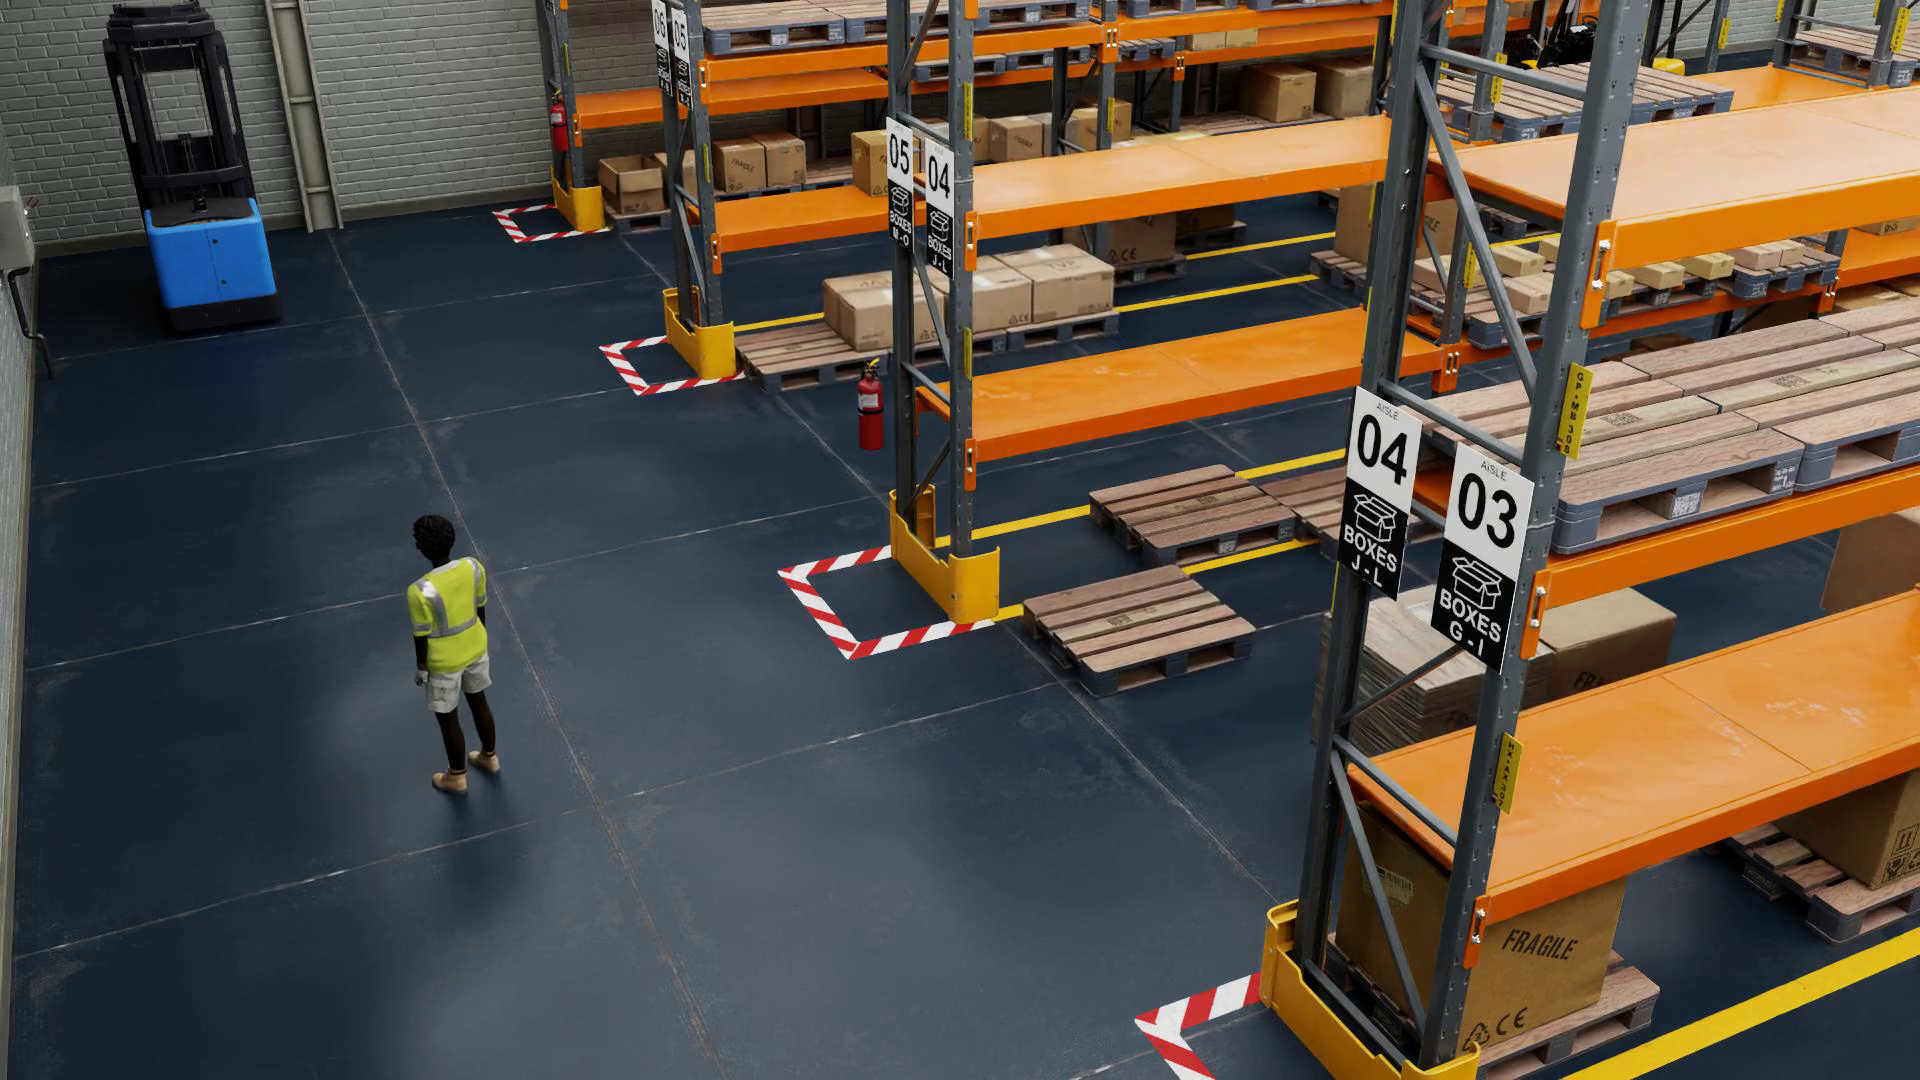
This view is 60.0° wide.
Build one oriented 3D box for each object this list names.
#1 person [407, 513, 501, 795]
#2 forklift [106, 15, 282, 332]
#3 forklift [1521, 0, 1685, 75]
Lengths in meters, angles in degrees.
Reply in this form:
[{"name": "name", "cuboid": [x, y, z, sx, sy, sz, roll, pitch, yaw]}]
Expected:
[{"name": "person", "cuboid": [-2.836, 0.637, 9.341, 0.320, 1.686, 0.539, 15, 31, 26]}, {"name": "forklift", "cuboid": [-7.548, -3.672, 16.323, 1.129, 2.768, 1.873, -12, 30, -22]}, {"name": "forklift", "cuboid": [8.950, -6.807, 23.056, 1.214, 2.155, 2.313, -12, 30, -22]}]
